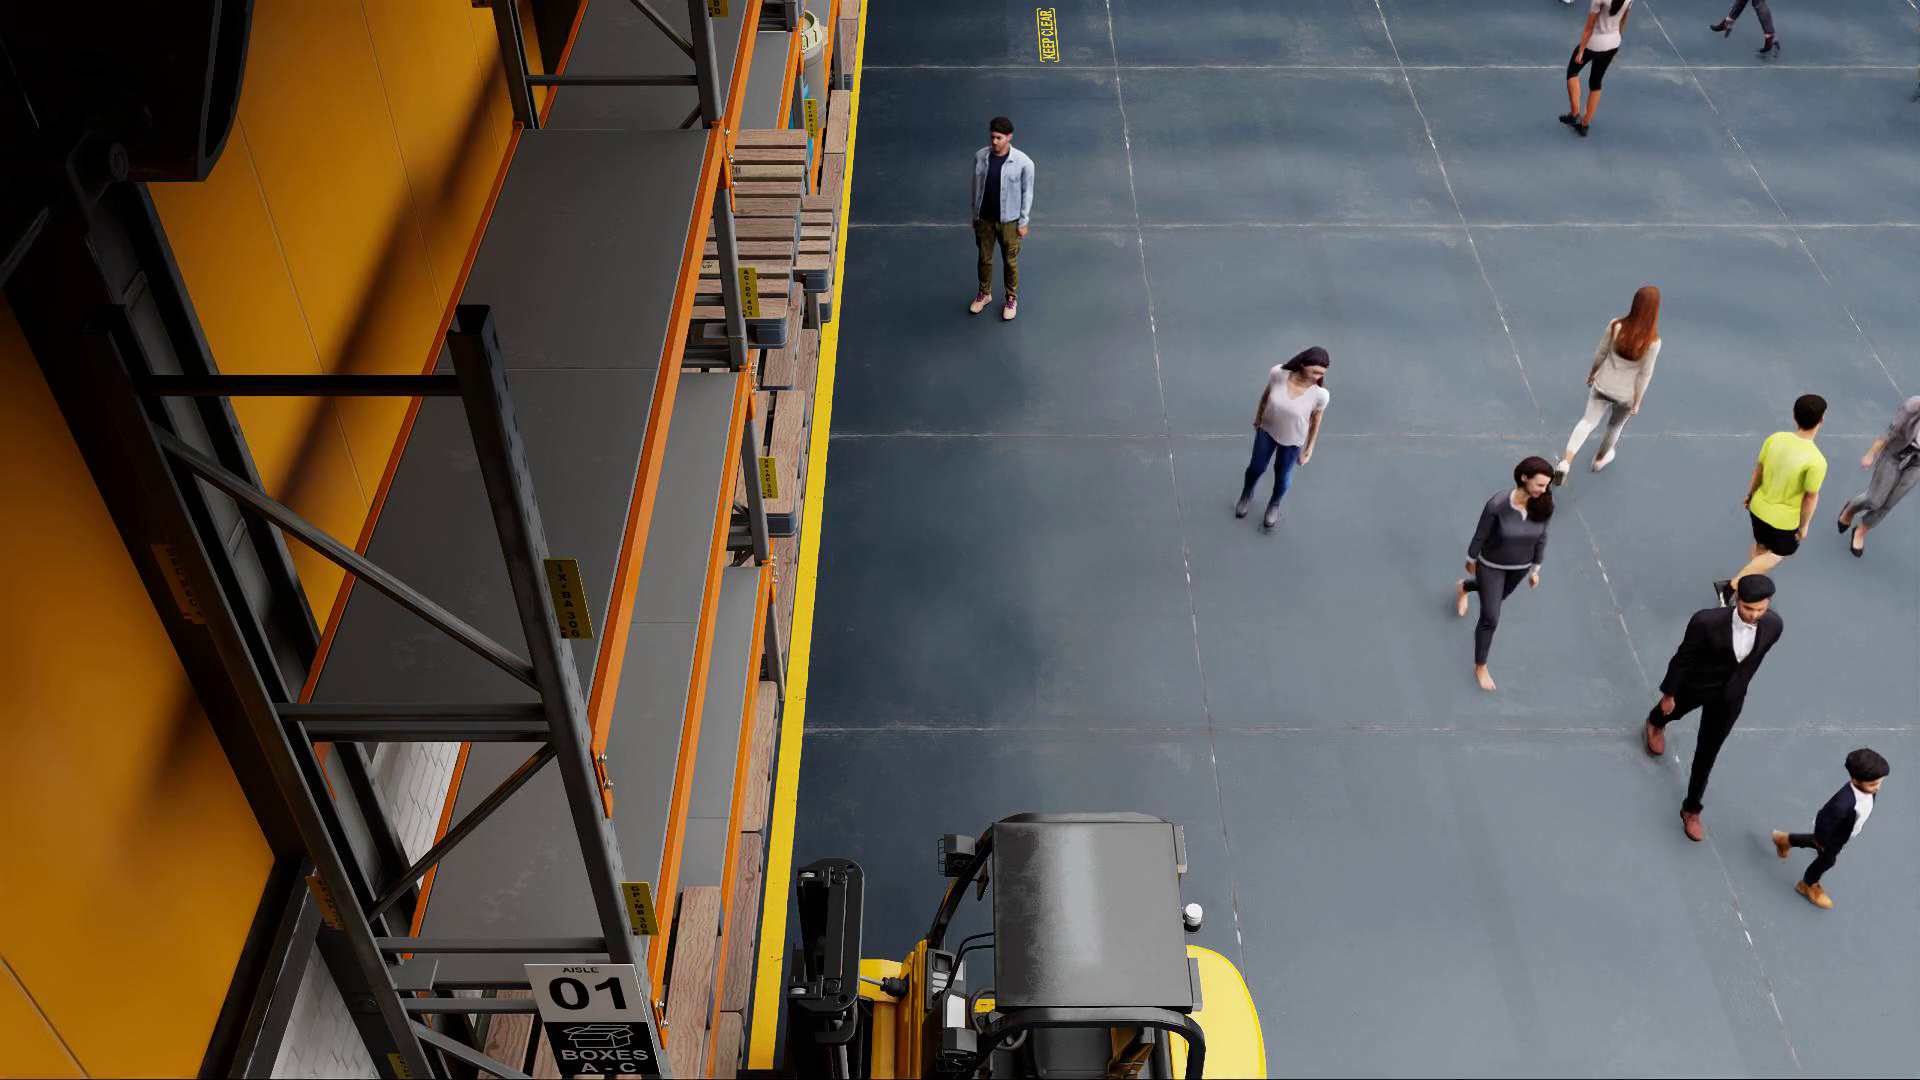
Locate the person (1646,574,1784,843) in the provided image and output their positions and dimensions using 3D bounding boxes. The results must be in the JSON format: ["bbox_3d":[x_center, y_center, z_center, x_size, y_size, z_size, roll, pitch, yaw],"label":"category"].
[{"bbox_3d":[4.499,0.816,10.061,0.803,1.827,1.264,4,44,5],"label":"person"}]

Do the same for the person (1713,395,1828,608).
[{"bbox_3d":[5.466,-0.189,11.230,0.953,1.669,0.948,-16,46,-16],"label":"person"}]

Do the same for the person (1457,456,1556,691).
[{"bbox_3d":[3.532,0.084,10.898,0.731,1.732,1.171,-7,44,-7],"label":"person"}]

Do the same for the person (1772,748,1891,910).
[{"bbox_3d":[5.062,1.617,9.664,0.728,1.215,0.806,-29,51,-27],"label":"person"}]

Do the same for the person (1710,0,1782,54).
[{"bbox_3d":[8.364,-5.858,17.148,1.025,1.715,1.168,-27,50,-26],"label":"person"}]

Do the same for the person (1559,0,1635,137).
[{"bbox_3d":[6.139,-4.662,15.878,0.679,1.734,0.675,-9,44,-10],"label":"person"}]

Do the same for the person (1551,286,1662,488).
[{"bbox_3d":[4.741,-1.061,12.130,1.014,1.689,1.083,33,53,30],"label":"person"}]

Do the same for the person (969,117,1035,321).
[{"bbox_3d":[0.323,-2.663,13.724,0.747,1.812,0.698,14,45,15],"label":"person"}]

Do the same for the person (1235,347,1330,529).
[{"bbox_3d":[2.287,-0.762,11.848,0.757,1.647,0.740,33,53,30],"label":"person"}]

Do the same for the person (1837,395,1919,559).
[{"bbox_3d":[6.611,-0.585,11.659,0.734,1.650,0.719,10,45,11],"label":"person"}]
